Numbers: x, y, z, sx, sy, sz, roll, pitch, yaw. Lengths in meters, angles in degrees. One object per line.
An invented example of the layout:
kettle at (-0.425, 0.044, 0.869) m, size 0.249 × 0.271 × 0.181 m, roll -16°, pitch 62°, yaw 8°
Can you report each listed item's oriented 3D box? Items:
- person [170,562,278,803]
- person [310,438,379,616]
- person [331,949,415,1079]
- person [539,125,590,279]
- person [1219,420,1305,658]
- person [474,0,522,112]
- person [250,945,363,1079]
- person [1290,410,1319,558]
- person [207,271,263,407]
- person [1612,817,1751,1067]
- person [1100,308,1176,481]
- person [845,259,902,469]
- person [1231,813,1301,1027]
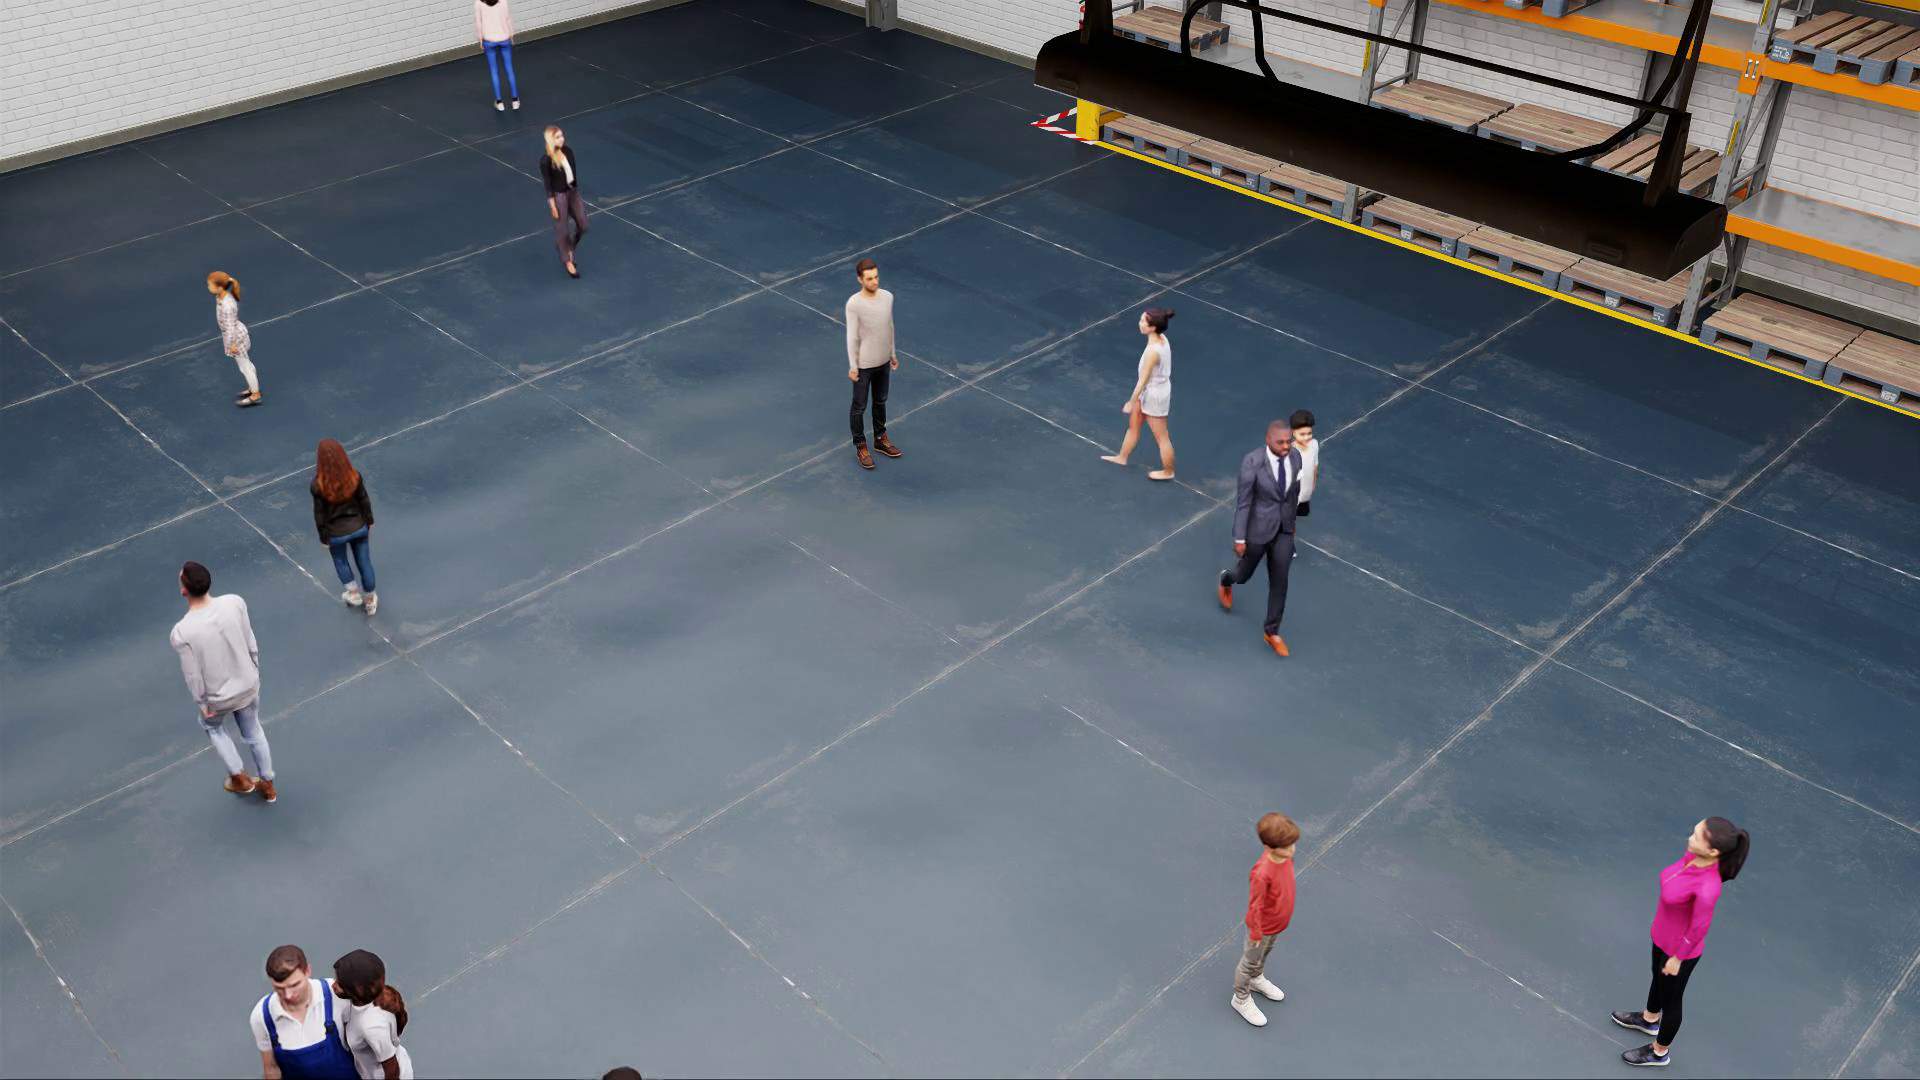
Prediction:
person at (-4.576, 0.937, 10.500) m, size 0.631 × 1.824 × 0.691 m, roll 27°, pitch 42°, yaw 34°
person at (-4.527, -0.060, 12.320) m, size 0.624 × 1.471 × 0.623 m, roll -20°, pitch 39°, yaw -27°
person at (-2.780, 2.620, 8.063) m, size 0.691 × 1.719 × 0.528 m, roll -20°, pitch 38°, yaw -27°
person at (-4.202, -3.544, 17.387) m, size 0.649 × 1.664 × 0.664 m, roll 20°, pitch 38°, yaw 27°
person at (2.185, -0.098, 12.087) m, size 1.009 × 1.791 × 1.244 m, roll -12°, pitch 35°, yaw -17°
person at (-6.060, -6.518, 21.765) m, size 0.724 × 1.770 × 0.706 m, roll -10°, pitch 35°, yaw -15°
person at (-3.051, 2.596, 7.982) m, size 0.708 × 1.849 × 0.708 m, roll -13°, pitch 36°, yaw -18°
person at (2.647, -0.488, 13.163) m, size 0.648 × 1.249 × 0.742 m, roll -9°, pitch 35°, yaw -13°
person at (-6.594, -1.851, 15.160) m, size 0.645 × 1.310 × 0.539 m, roll -14°, pitch 36°, yaw -20°
person at (3.826, 2.118, 8.837) m, size 0.730 × 1.698 × 0.689 m, roll 6°, pitch 34°, yaw 9°
person at (1.704, -1.192, 13.914) m, size 0.975 × 1.591 × 0.835 m, roll 6°, pitch 34°, yaw 9°
person at (-0.762, -1.532, 14.175) m, size 0.659 × 1.868 × 0.582 m, roll -25°, pitch 41°, yaw -33°
person at (1.693, 2.059, 9.181) m, size 0.495 × 1.416 × 0.535 m, roll 23°, pitch 40°, yaw 31°
